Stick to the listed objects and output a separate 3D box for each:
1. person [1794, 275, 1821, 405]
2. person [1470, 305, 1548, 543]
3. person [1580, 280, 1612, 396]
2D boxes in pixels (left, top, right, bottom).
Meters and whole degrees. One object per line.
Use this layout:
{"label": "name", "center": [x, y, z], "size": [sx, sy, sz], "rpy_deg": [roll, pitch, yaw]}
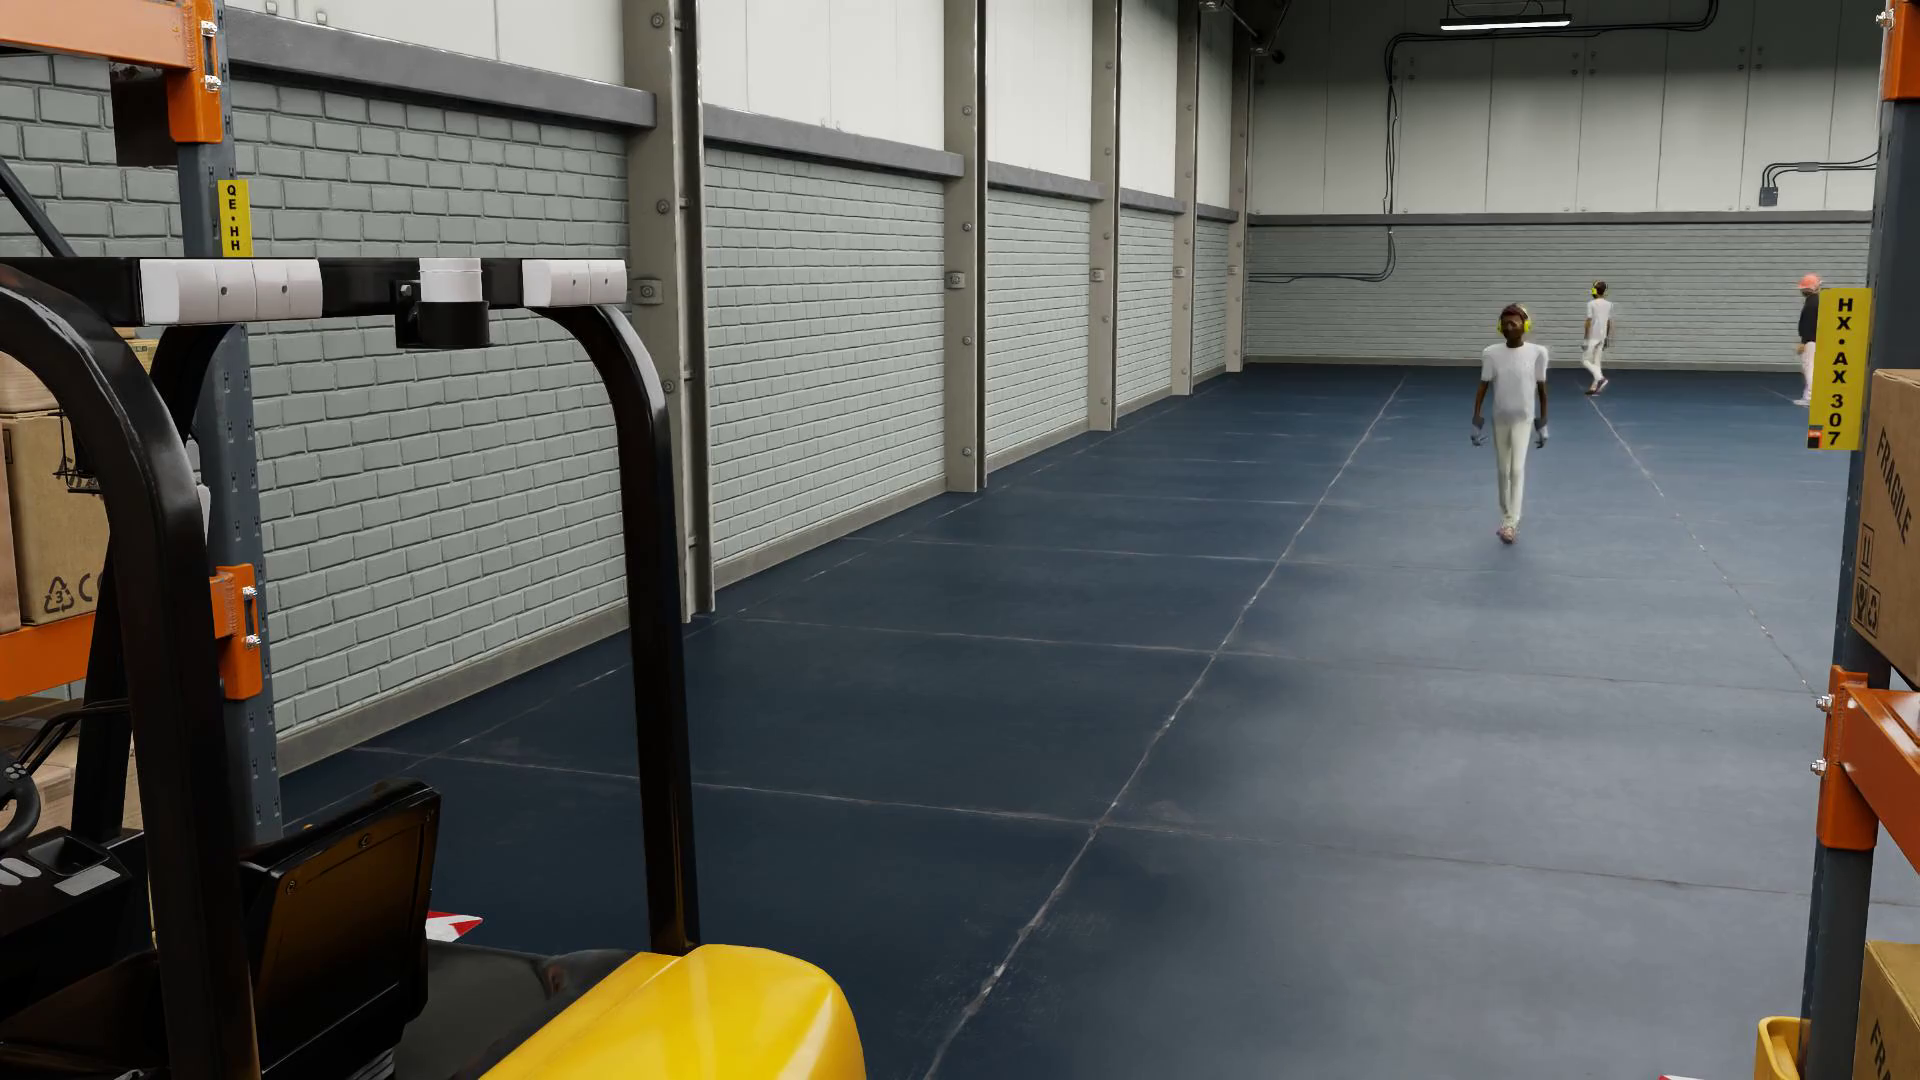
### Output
{"label": "person", "center": [12.854, -3.008, 25.162], "size": [0.389, 1.967, 0.778], "rpy_deg": [6, 11, 34]}
{"label": "person", "center": [4.244, -0.894, 12.893], "size": [0.542, 1.825, 0.917], "rpy_deg": [6, 11, 31]}
{"label": "person", "center": [10.258, -3.232, 26.757], "size": [0.538, 1.847, 0.464], "rpy_deg": [-5, 11, -26]}
